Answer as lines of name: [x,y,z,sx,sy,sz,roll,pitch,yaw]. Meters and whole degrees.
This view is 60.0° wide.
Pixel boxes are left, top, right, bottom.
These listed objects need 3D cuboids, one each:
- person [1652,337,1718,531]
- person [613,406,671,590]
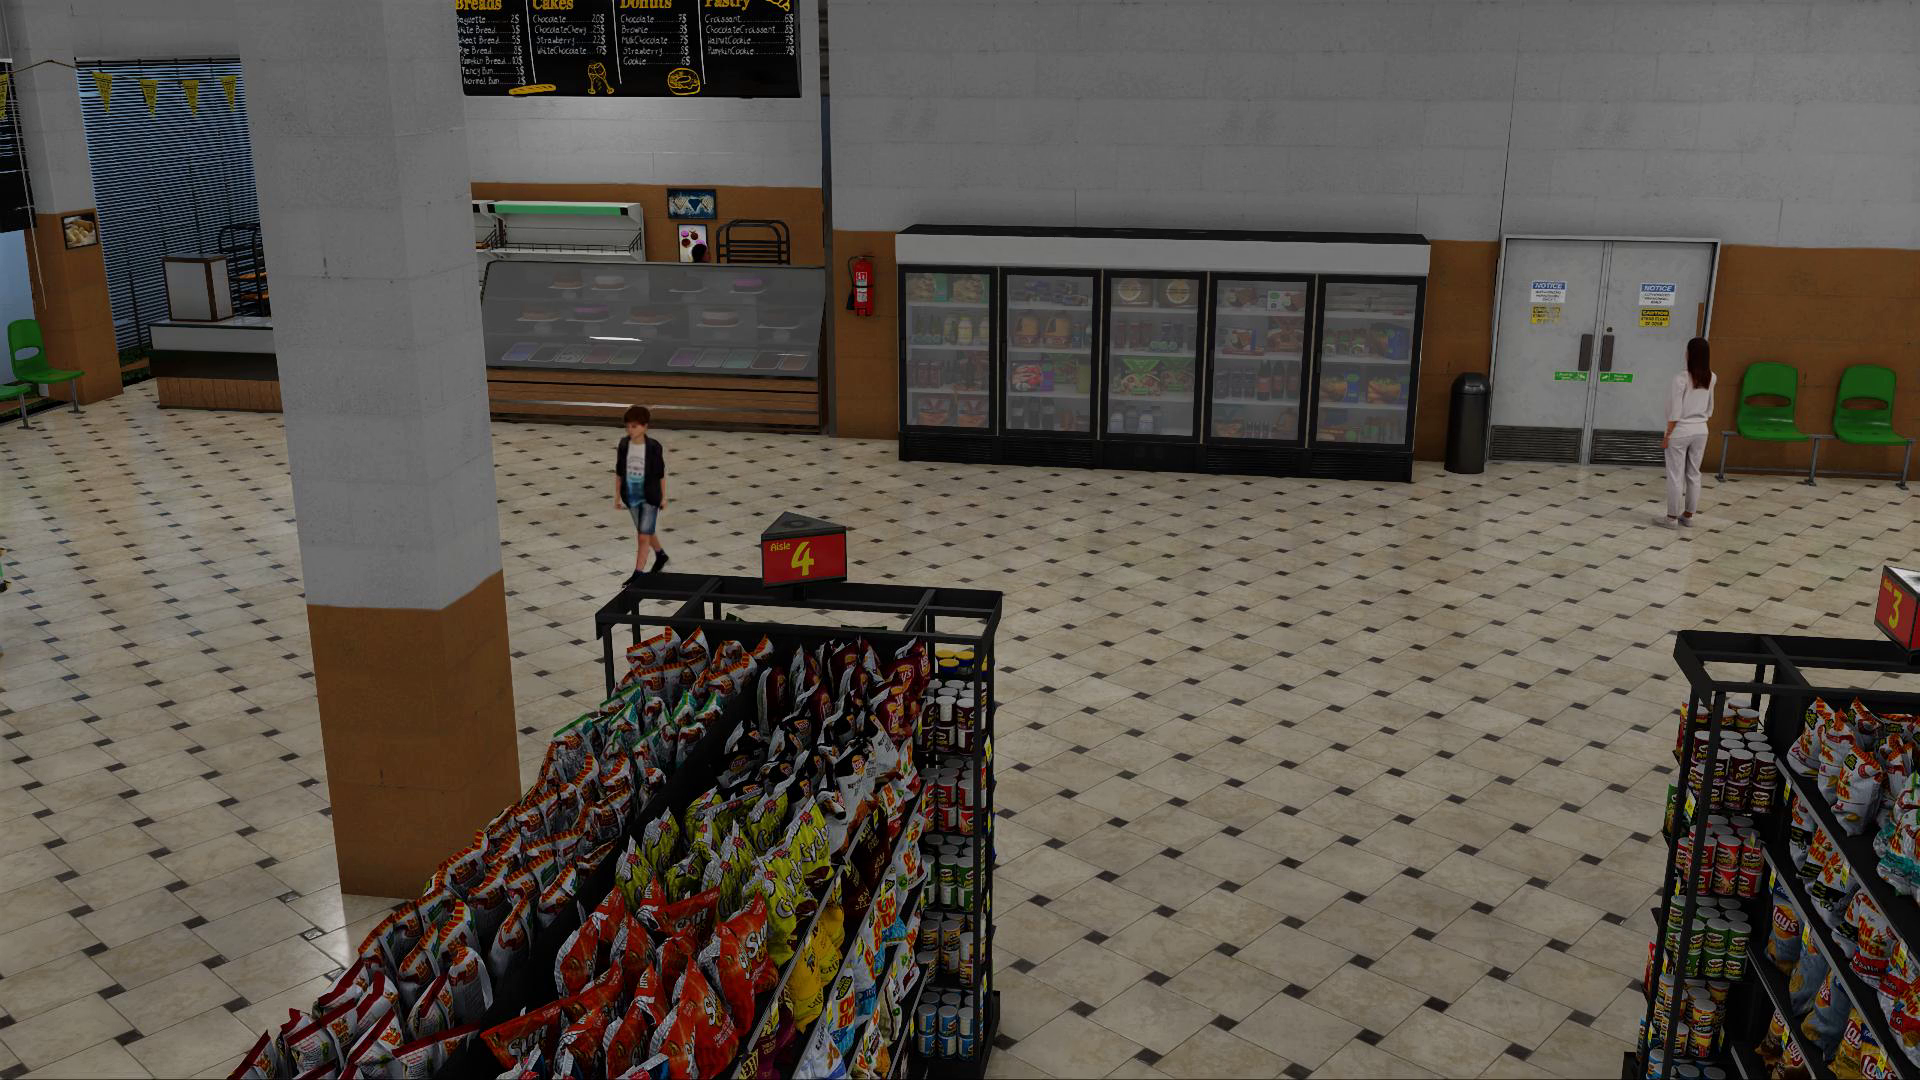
person: [6.352,-0.935,14.533,0.686,1.688,0.692,-6,18,-19]
person: [-2.460,-0.345,13.068,0.631,1.410,1.032,5,18,17]
